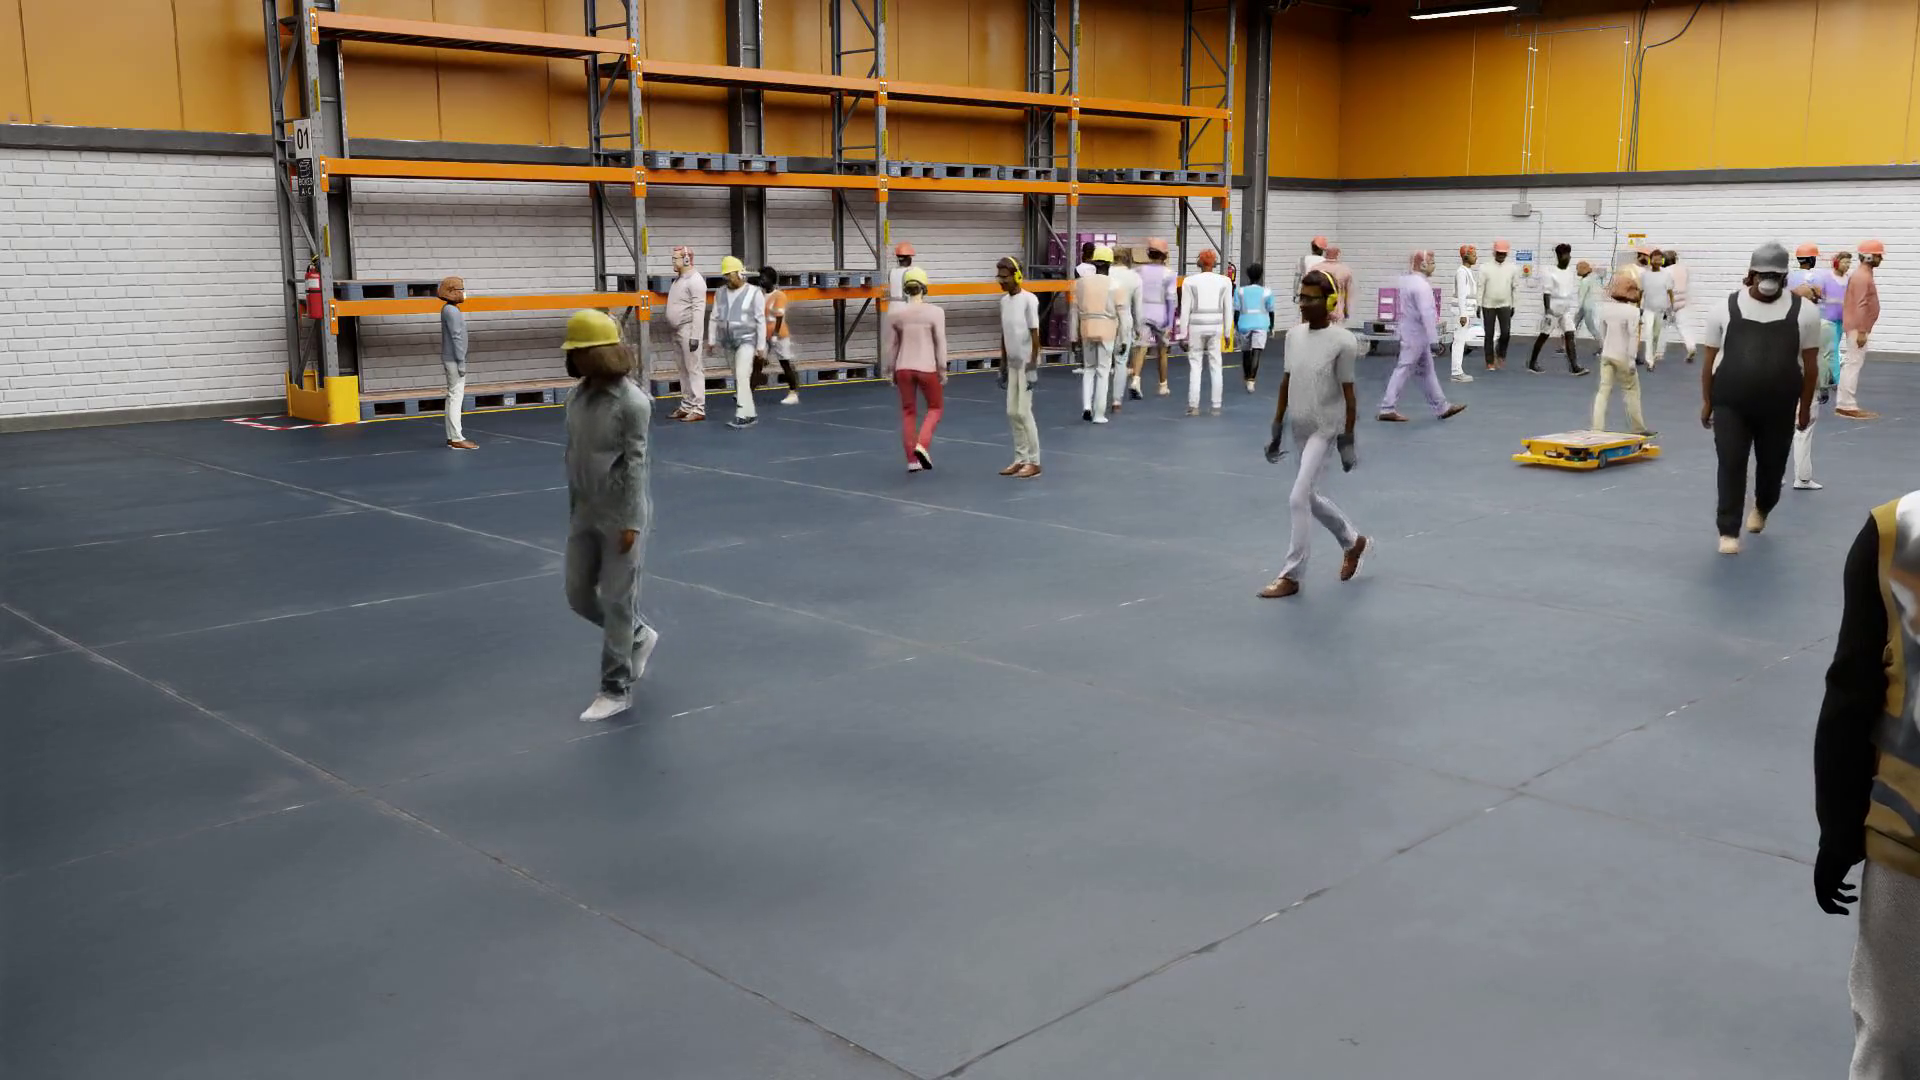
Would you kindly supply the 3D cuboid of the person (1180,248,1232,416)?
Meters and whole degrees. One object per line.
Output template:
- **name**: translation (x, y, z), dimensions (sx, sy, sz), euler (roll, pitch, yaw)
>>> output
- **person**: translation (2.761, -2.330, 18.673), dimensions (0.584, 1.881, 0.343), euler (0, 10, -2)

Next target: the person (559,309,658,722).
- **person**: translation (-1.452, -0.113, 7.036), dimensions (0.486, 1.724, 0.496), euler (6, 12, 32)

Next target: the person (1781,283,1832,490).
- **person**: translation (6.700, -1.222, 13.293), dimensions (0.307, 1.645, 0.514), euler (-6, 12, -28)

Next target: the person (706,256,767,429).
- **person**: translation (-2.385, -2.062, 17.461), dimensions (0.596, 1.791, 0.807), euler (6, 12, 28)

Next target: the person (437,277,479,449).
- **person**: translation (-4.785, -1.680, 15.815), dimensions (0.282, 1.633, 0.500), euler (-5, 11, -25)

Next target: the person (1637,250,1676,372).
- **person**: translation (10.433, -3.440, 24.953), dimensions (0.542, 1.816, 1.028), euler (3, 11, 16)

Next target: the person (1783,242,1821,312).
- **person**: translation (10.124, -2.602, 20.006), dimensions (0.353, 1.942, 0.545), euler (-3, 11, -18)

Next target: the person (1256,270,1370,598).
- **person**: translation (2.045, -0.610, 9.435), dimensions (0.859, 1.845, 0.513), euler (-6, 12, -29)

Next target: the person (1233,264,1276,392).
- **person**: translation (3.823, -2.751, 21.617), dimensions (0.540, 1.643, 0.893), euler (3, 11, 16)

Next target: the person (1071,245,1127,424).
- **person**: translation (1.501, -2.197, 17.874), dimensions (0.609, 1.909, 0.437), euler (4, 11, 20)

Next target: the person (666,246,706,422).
- **person**: translation (-3.006, -2.251, 18.188), dimensions (0.407, 1.908, 0.642), euler (-6, 12, -30)

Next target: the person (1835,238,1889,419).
- **person**: translation (9.984, -2.337, 18.417), dimensions (0.401, 1.990, 0.622), euler (4, 11, 22)

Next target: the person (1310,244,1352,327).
- **person**: translation (5.503, -3.457, 24.806), dimensions (0.668, 1.887, 0.446), euler (1, 10, 4)

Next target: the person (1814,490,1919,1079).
- **person**: translation (1.856, 0.574, 2.956), dimensions (0.634, 1.842, 0.429), euler (6, 12, 30)

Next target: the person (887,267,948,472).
- **person**: translation (-0.364, -1.442, 14.179), dimensions (0.550, 1.752, 0.390), euler (3, 11, 17)

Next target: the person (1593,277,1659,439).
- **person**: translation (6.556, -1.762, 16.312), dimensions (0.752, 1.600, 0.523), euler (-4, 11, -21)

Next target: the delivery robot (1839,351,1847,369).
- **delivery robot**: translation (11.894, -2.480, 22.869), dimensions (0.477, 0.478, 0.707), euler (-5, 12, -28)

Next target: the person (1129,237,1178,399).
- **person**: translation (2.392, -2.753, 20.665), dimensions (0.608, 2.012, 0.988), euler (4, 11, 22)

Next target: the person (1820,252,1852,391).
- **person**: translation (11.526, -2.866, 21.838), dimensions (0.590, 1.799, 0.885), euler (-3, 11, -16)

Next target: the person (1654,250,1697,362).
- **person**: translation (11.432, -3.738, 26.619), dimensions (0.643, 1.794, 0.883), euler (-4, 11, -20)

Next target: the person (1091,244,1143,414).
- **person**: translation (1.778, -2.430, 19.147), dimensions (0.643, 1.903, 0.886), euler (1, 10, 4)

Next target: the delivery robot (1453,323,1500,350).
- **delivery robot**: translation (8.657, -3.397, 27.868), dimensions (0.707, 0.478, 0.477), euler (6, 12, 31)

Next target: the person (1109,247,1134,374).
- **person**: translation (2.367, -3.342, 24.298), dimensions (0.514, 1.845, 0.337), euler (3, 11, 17)

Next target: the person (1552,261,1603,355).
- **person**: translation (10.578, -3.916, 28.154), dimensions (0.889, 1.583, 0.507), euler (3, 11, 18)

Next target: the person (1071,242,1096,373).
- **person**: translation (1.894, -3.396, 24.408), dimensions (0.617, 1.915, 0.382), euler (-9, 13, -39)

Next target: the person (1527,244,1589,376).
- **person**: translation (8.672, -3.331, 24.086), dimensions (0.603, 1.908, 1.041), euler (-5, 11, -24)

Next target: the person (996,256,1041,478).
- **person**: translation (0.470, -1.438, 13.912), dimensions (0.391, 1.849, 0.538), euler (-6, 12, -28)

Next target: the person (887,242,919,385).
- **person**: translation (-0.738, -3.045, 22.470), dimensions (0.554, 1.919, 0.499), euler (9, 14, 42)

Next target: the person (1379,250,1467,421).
- **person**: translation (5.045, -2.199, 18.034), dimensions (0.990, 1.852, 0.677), euler (1, 10, 5)

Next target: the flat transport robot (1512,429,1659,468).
- **flat transport robot**: translation (5.604, -0.823, 14.859), dimensions (1.431, 0.197, 0.652), euler (-9, 14, -41)

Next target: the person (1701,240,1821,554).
- **person**: translation (5.171, -0.962, 10.788), dimensions (0.681, 2.000, 0.859), euler (4, 11, 22)

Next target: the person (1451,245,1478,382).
- **person**: translation (6.999, -3.139, 23.093), dimensions (0.355, 1.883, 0.573), euler (4, 11, 19)

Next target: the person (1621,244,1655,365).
- **person**: translation (10.602, -3.733, 26.344), dimensions (0.592, 1.880, 0.874), euler (-3, 11, -15)

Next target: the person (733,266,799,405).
- **person**: translation (-2.282, -2.407, 19.724), dimensions (0.536, 1.648, 0.867), euler (9, 14, 42)

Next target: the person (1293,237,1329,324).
- **person**: translation (5.993, -4.143, 28.292), dimensions (0.641, 1.971, 1.008), euler (3, 11, 15)

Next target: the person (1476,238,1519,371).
- **person**: translation (7.994, -3.495, 24.784), dimensions (0.609, 1.969, 0.463), euler (2, 11, 12)
